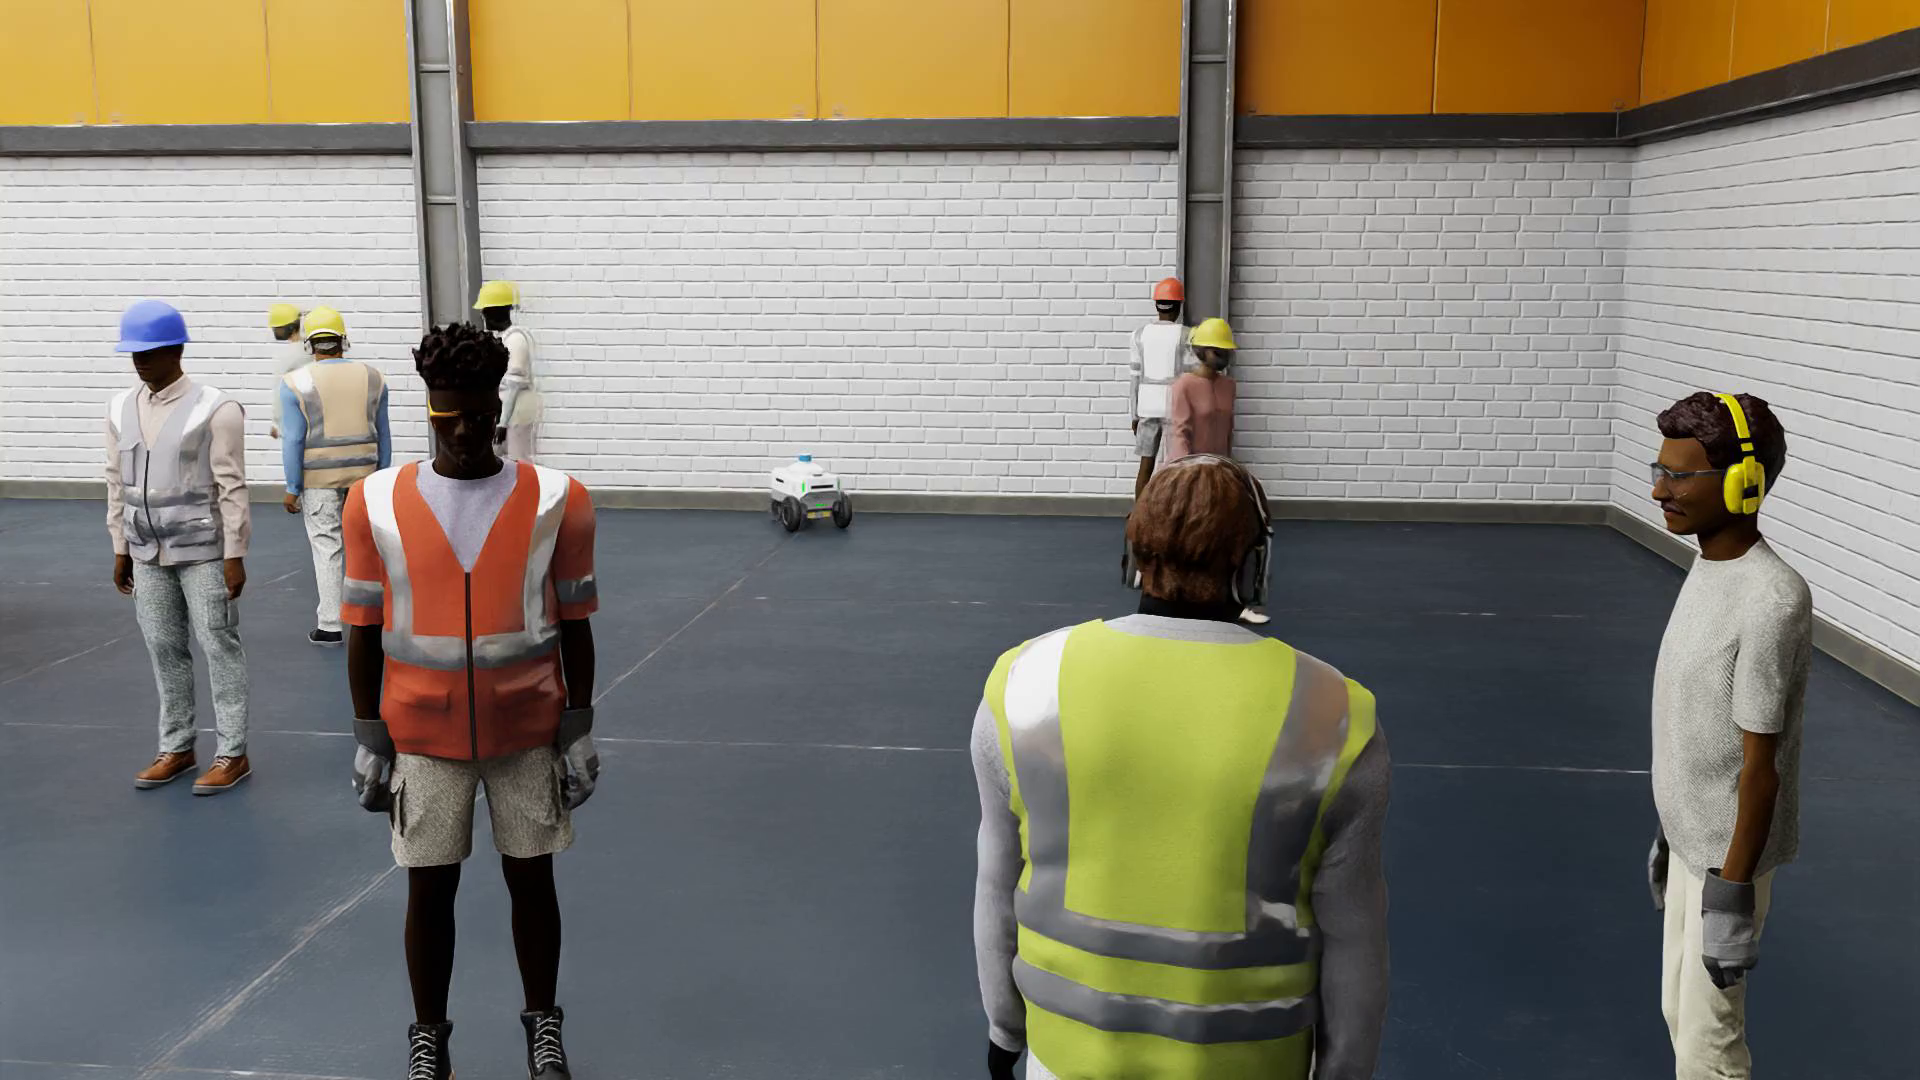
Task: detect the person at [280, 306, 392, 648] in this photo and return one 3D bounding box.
[{"bbox_3d":[-3.355,-0.338,8.950,0.597,1.827,0.403,-9,14,-43],"label":"person"}]

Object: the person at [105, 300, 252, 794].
[{"bbox_3d":[-3.069,0.033,6.533,0.615,1.939,0.416,2,10,13],"label":"person"}]

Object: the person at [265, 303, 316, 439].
[{"bbox_3d":[-4.968,-0.938,12.672,0.531,1.719,0.553,3,10,18],"label":"person"}]

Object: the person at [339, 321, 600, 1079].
[{"bbox_3d":[-1.173,0.454,4.040,0.603,1.962,0.368,-3,10,-14],"label":"person"}]

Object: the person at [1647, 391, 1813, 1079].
[{"bbox_3d":[1.477,0.634,3.316,0.333,1.860,0.509,2,10,12],"label":"person"}]

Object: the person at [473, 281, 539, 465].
[{"bbox_3d":[-3.286,-0.884,11.865,0.681,1.902,0.585,-6,12,-30],"label":"person"}]

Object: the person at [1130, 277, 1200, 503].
[{"bbox_3d":[1.500,-0.940,12.134,0.541,1.928,0.399,5,11,26],"label":"person"}]

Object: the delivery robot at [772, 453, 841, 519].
[{"bbox_3d":[-1.192,-0.424,12.825,0.477,0.478,0.707,-5,11,-26],"label":"delivery robot"}]

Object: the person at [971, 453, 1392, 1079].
[{"bbox_3d":[0.332,0.780,2.568,0.636,1.830,0.429,3,10,16],"label":"person"}]

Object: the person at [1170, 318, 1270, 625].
[{"bbox_3d":[1.421,-0.358,9.314,0.541,1.741,0.741,-7,12,-36],"label":"person"}]
